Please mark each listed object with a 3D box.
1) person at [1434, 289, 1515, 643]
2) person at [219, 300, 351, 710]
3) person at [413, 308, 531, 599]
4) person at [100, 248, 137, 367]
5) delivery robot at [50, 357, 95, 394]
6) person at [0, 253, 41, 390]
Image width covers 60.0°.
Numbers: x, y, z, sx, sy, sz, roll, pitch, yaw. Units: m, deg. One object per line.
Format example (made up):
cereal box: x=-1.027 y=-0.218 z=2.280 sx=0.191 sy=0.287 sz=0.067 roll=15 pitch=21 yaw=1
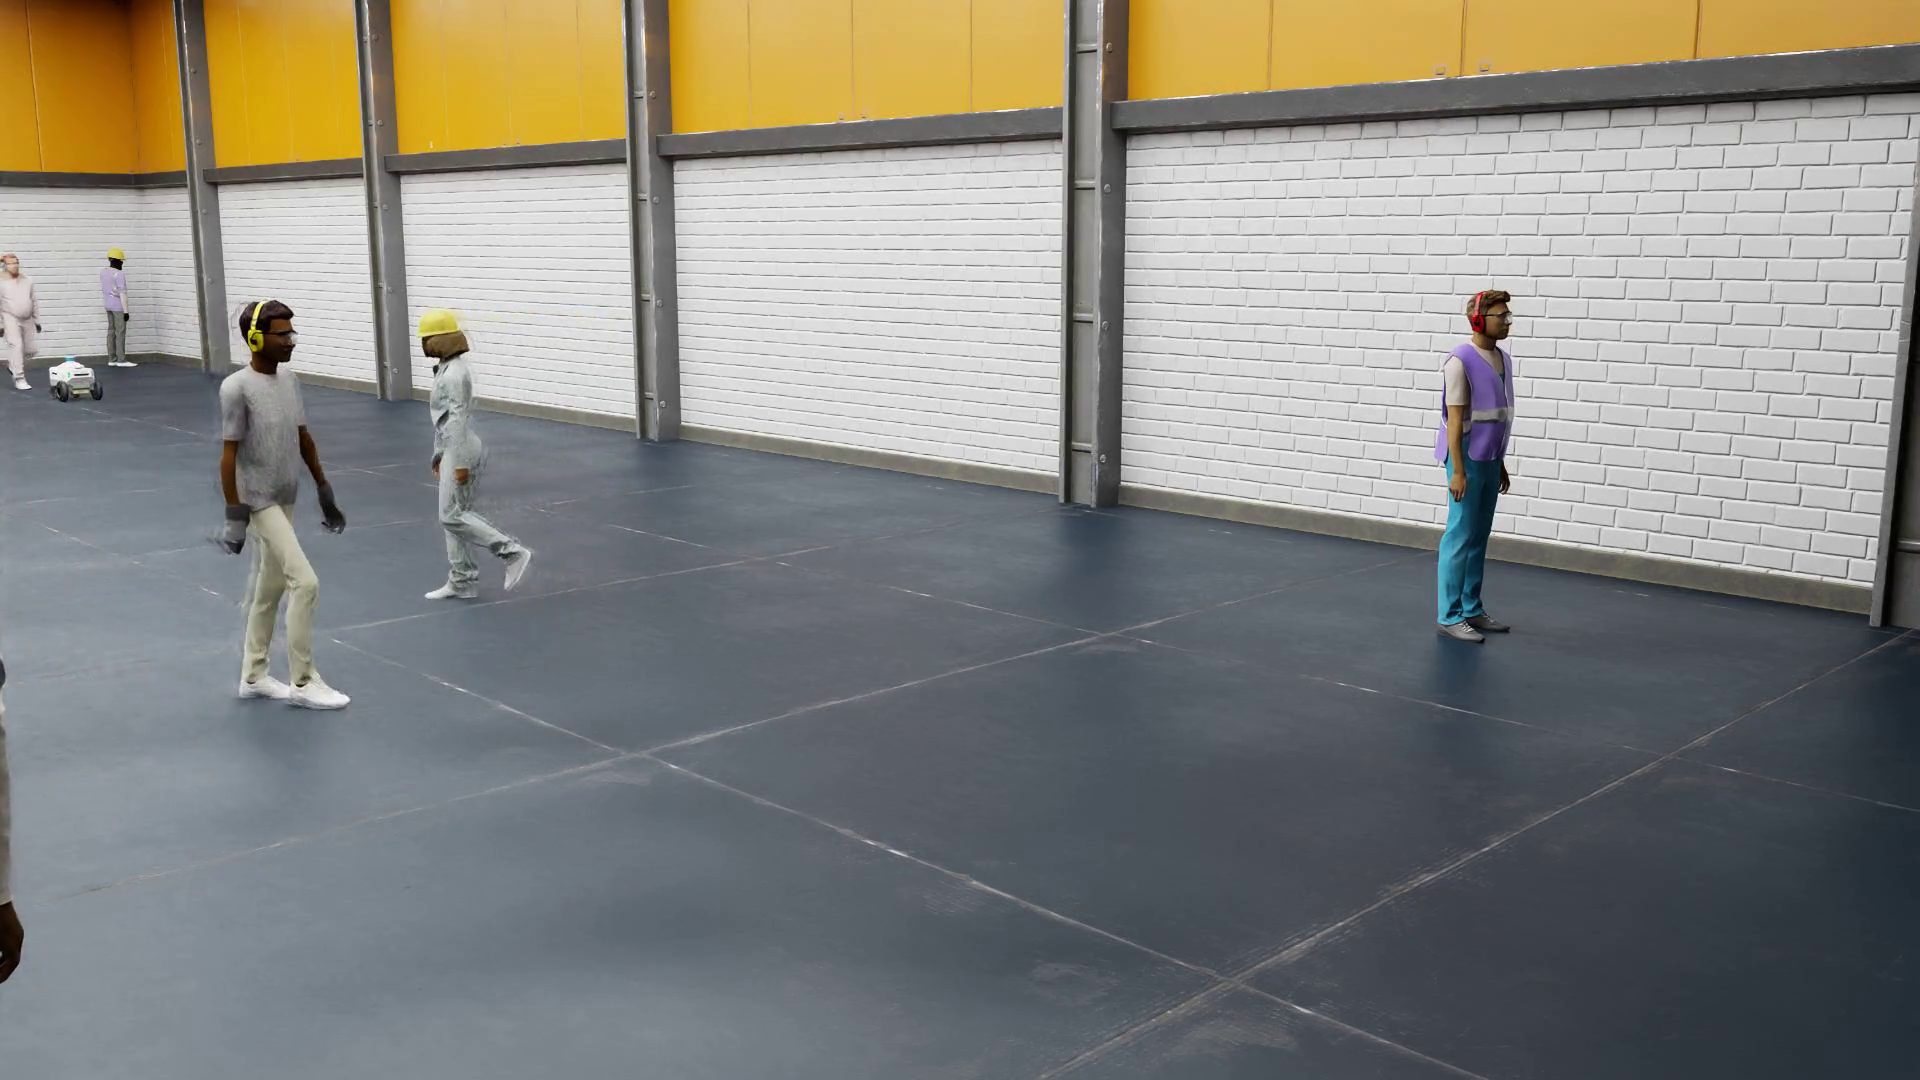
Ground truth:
person: x=2.734 y=-0.399 z=8.838 sx=0.390 sy=1.850 sz=0.565 roll=9 pitch=14 yaw=41
person: x=-3.018 y=-0.151 z=7.519 sx=0.747 sy=1.846 sz=0.535 roll=1 pitch=10 yaw=4
person: x=-2.870 y=-0.494 z=9.719 sx=0.543 sy=1.720 sz=0.487 roll=-3 pitch=11 yaw=-15
person: x=-13.685 y=-3.768 z=27.033 sx=0.583 sy=1.919 sz=0.390 roll=6 pitch=12 yaw=31
delivery robot: x=-11.526 y=-2.134 z=21.579 sx=0.707 sy=0.478 sz=0.477 roll=10 pitch=14 yaw=43
person: x=-13.142 y=-3.037 z=23.122 sx=0.546 sy=1.886 sz=0.660 roll=5 pitch=11 yaw=25
